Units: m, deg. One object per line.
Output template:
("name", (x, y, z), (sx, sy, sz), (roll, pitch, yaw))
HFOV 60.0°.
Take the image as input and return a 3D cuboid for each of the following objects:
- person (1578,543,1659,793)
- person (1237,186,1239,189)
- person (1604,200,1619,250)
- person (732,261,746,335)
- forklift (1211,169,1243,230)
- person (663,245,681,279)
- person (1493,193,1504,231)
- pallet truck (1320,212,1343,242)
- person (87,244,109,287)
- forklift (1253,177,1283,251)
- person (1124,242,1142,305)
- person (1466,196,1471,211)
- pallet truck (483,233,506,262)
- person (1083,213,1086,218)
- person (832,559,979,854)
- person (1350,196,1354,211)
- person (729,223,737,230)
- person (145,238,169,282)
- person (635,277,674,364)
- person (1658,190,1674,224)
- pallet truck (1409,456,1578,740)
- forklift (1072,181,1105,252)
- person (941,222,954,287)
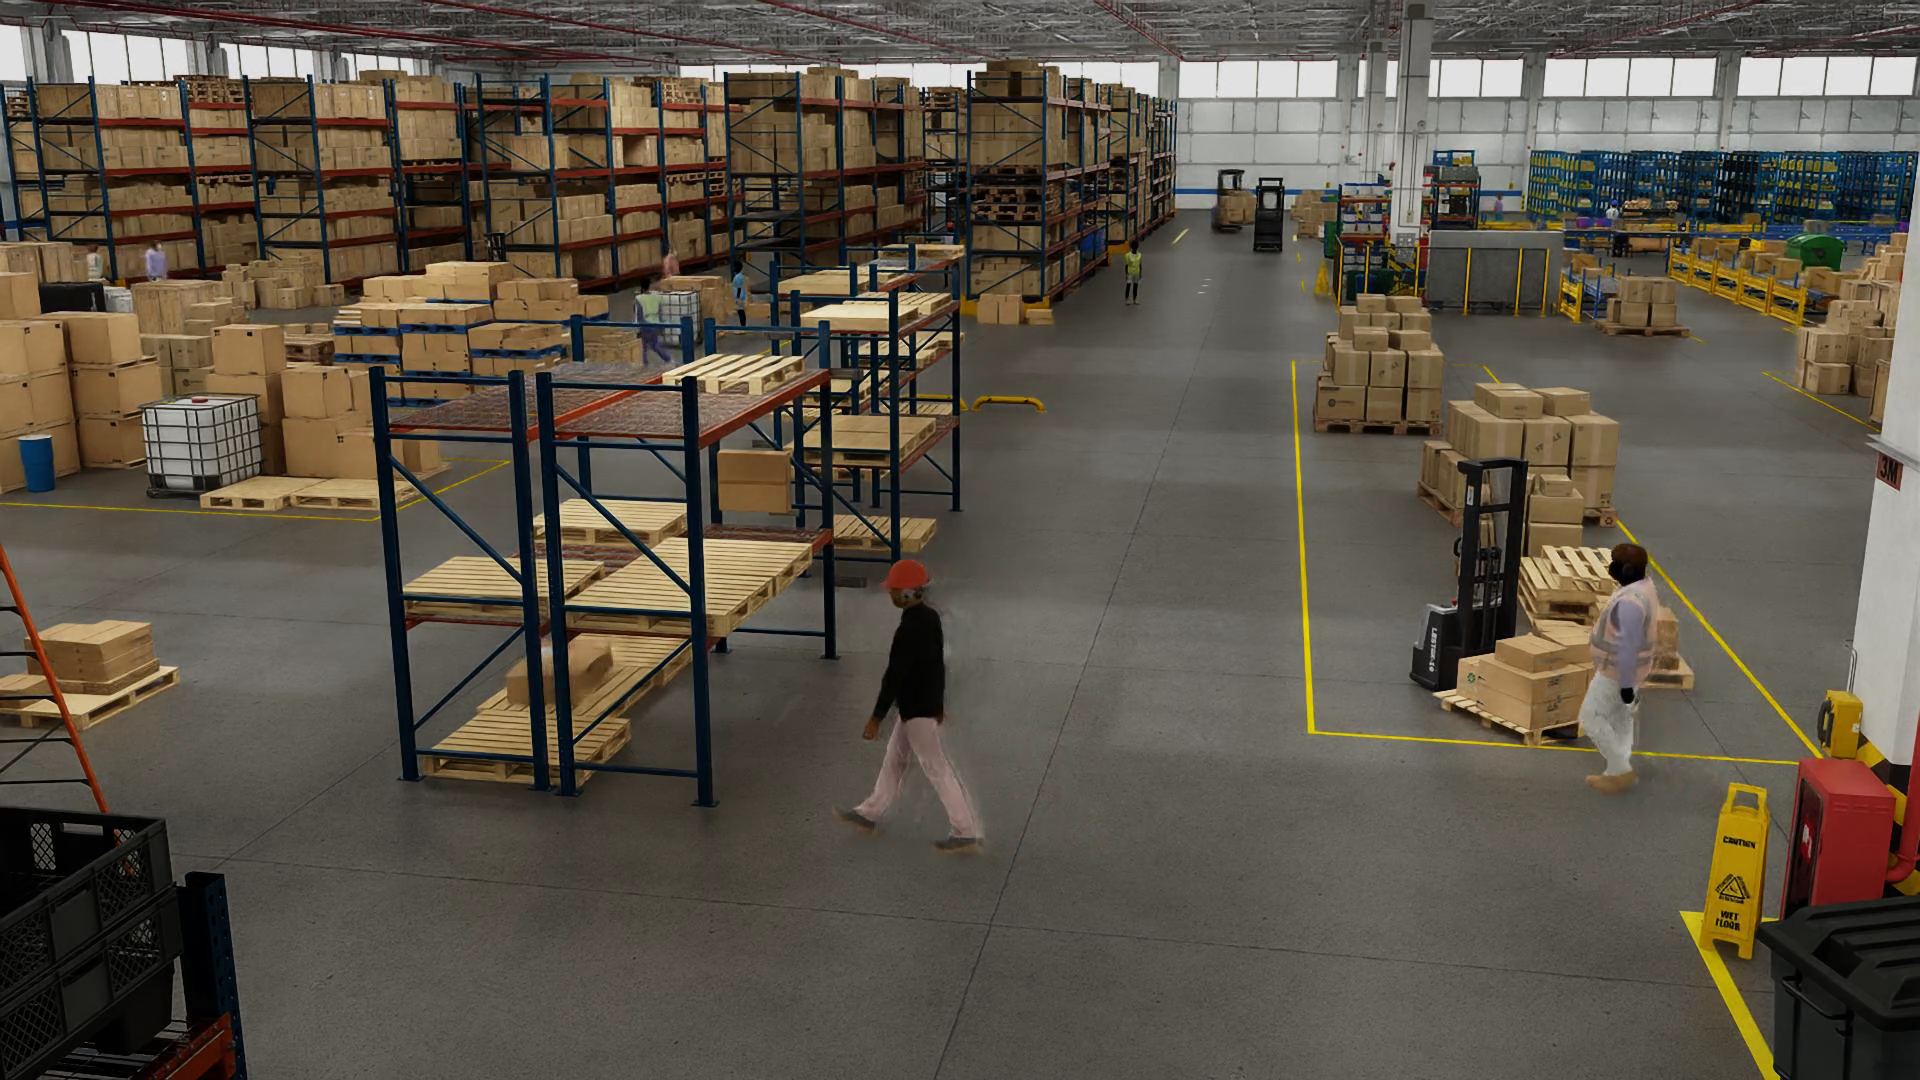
("person", (4.630, 0.906, 11.695), (0.448, 1.828, 0.628), (9, 16, 32))
("person", (14.626, -17.773, 87.725), (0.596, 1.719, 0.778), (-9, 16, -32))
("person", (25.550, -12.319, 65.137), (0.406, 1.945, 0.613), (-7, 15, -25))
("person", (-5.086, -5.577, 38.281), (0.316, 1.696, 0.541), (0, 14, 0))
("forklift", (12.598, -16.068, 78.439), (1.129, 2.768, 1.873), (-1, 14, -6))
("person", (-6.981, -6.306, 40.904), (0.986, 1.854, 0.667), (3, 14, 11))
("person", (24.485, -14.790, 75.423), (0.594, 1.823, 0.594), (-11, 17, -37))
("pallet truck", (15.874, -13.227, 70.310), (0.680, 1.201, 1.601), (10, 17, 35))
("person", (-23.245, -7.177, 44.939), (0.544, 1.612, 0.692), (5, 15, 20))
("forklift", (12.083, -12.747, 64.956), (1.129, 2.768, 1.873), (3, 14, 10))
("person", (4.664, -7.172, 44.763), (0.529, 1.694, 0.321), (-6, 15, -23))
("person", (22.116, -14.211, 73.055), (0.602, 1.830, 0.404), (5, 15, 19))
("pallet truck", (-11.832, -7.026, 43.548), (1.885, 1.965, 0.823), (8, 16, 28))
("person", (5.942, -15.468, 78.142), (0.720, 1.861, 0.812), (7, 15, 26))
("person", (-0.340, 1.075, 10.772), (1.050, 1.937, 0.630), (3, 14, 11))
("person", (20.641, -17.758, 87.677), (0.483, 1.736, 0.350), (-11, 18, -38))
("person", (-10.342, -14.832, 75.253), (0.609, 2.000, 1.041), (1, 14, 5))
("person", (-20.548, -6.755, 42.591), (0.505, 1.927, 0.650), (4, 14, 17))
("person", (-5.888, -4.071, 31.799), (0.766, 1.890, 0.610), (10, 17, 36))
("person", (34.403, -16.132, 80.911), (0.490, 1.813, 0.602), (11, 17, 37))
("pallet truck", (4.504, 0.400, 13.395), (0.823, 1.965, 1.885), (-6, 15, -23))
("forklift", (4.317, -11.680, 60.624), (1.873, 2.768, 1.129), (3, 14, 11))
("person", (-0.297, -8.560, 49.917), (0.542, 1.928, 0.374), (2, 14, 9))
